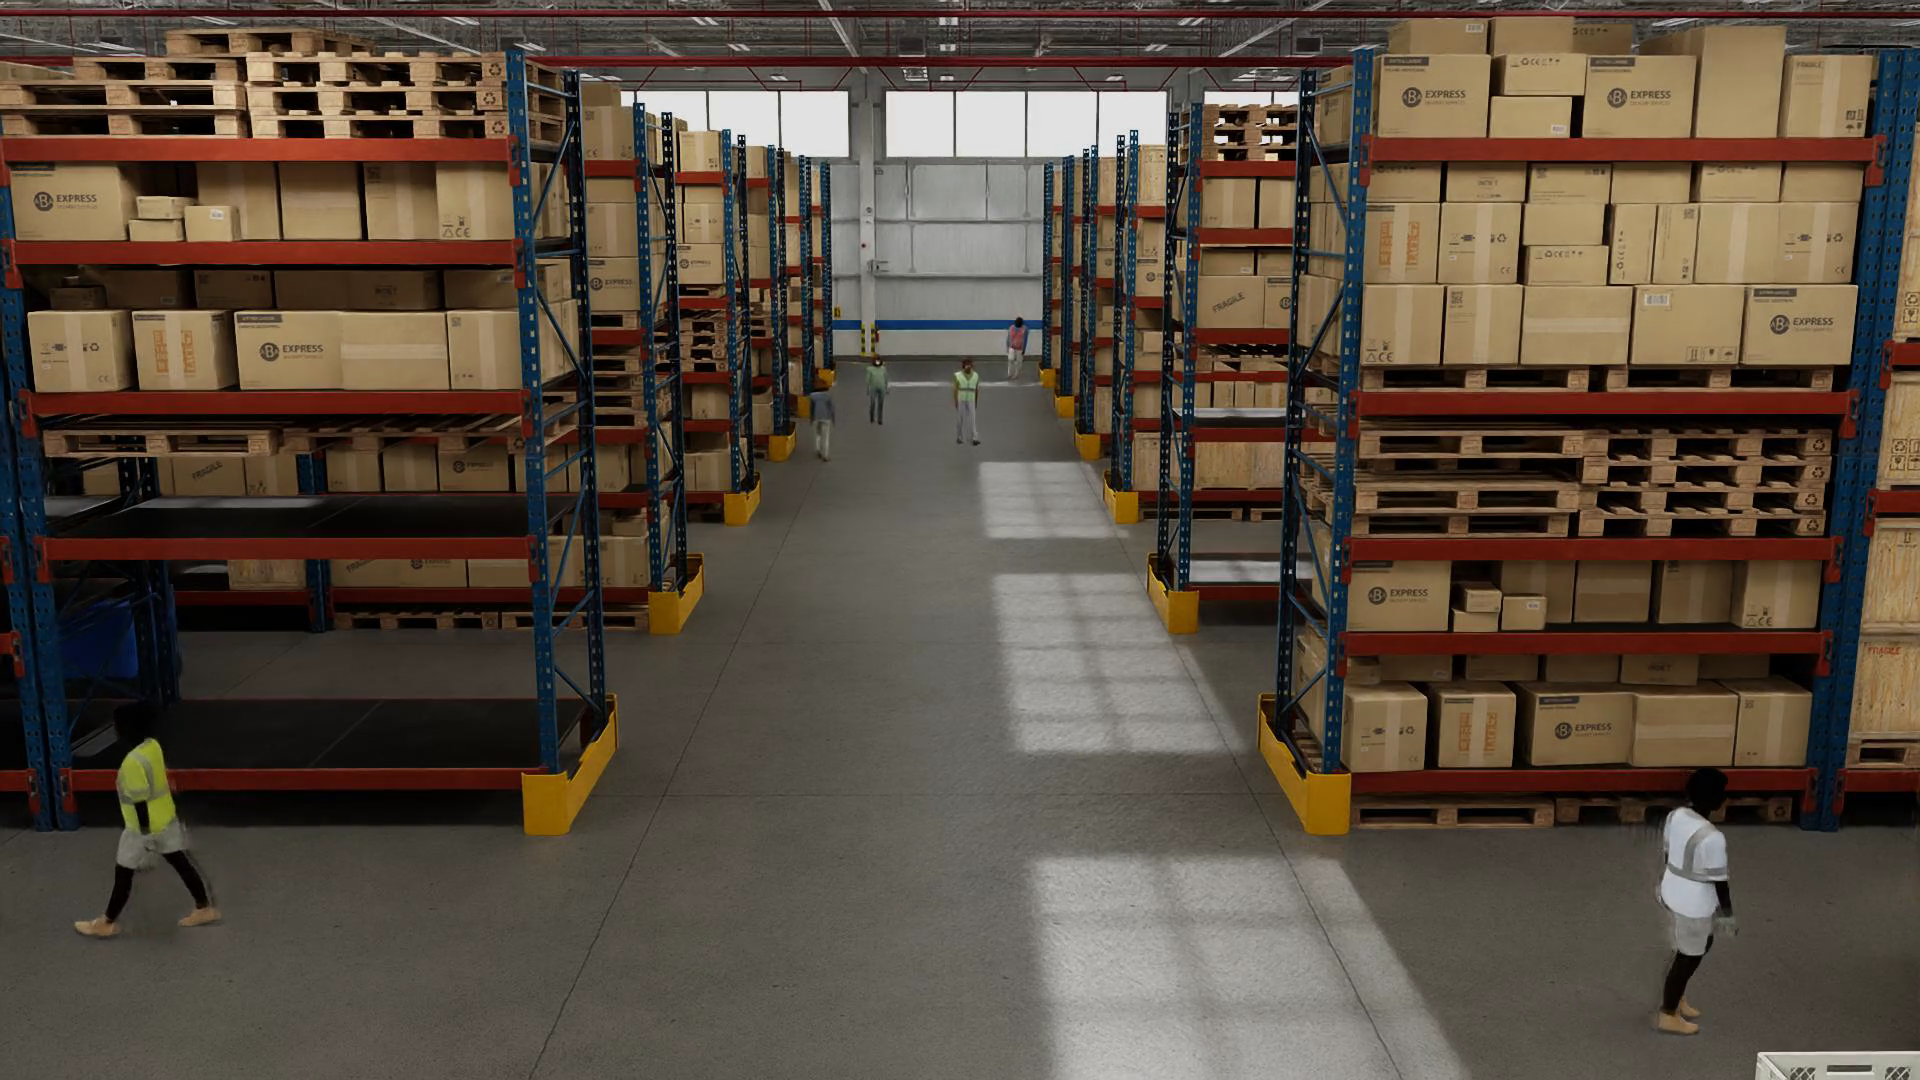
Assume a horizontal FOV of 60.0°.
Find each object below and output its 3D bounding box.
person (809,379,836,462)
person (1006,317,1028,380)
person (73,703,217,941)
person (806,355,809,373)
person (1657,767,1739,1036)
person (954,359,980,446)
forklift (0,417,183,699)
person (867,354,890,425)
[{"bbox_3d":[-2.670,-2.340,32.469,0.513,1.597,0.744,2,12,10],"label":"person"},{"bbox_3d":[1.603,-5.435,47.354,0.659,1.790,0.879,2,12,10],"label":"person"},{"bbox_3d":[-5.571,1.904,11.318,0.886,1.646,0.540,-1,11,-6],"label":"person"},{"bbox_3d":[-4.017,-4.339,41.599,0.597,1.916,0.371,3,12,15],"label":"person"},{"bbox_3d":[4.415,2.168,9.940,0.436,1.678,0.539,1,11,4],"label":"person"},{"bbox_3d":[0.144,-2.855,34.552,0.591,1.796,0.984,-4,12,-18],"label":"person"},{"bbox_3d":[-9.087,0.190,16.757,1.873,2.768,1.129,0,11,-1],"label":"forklift"},{"bbox_3d":[-1.850,-3.410,37.740,0.508,1.622,0.397,-3,12,-15],"label":"person"}]
